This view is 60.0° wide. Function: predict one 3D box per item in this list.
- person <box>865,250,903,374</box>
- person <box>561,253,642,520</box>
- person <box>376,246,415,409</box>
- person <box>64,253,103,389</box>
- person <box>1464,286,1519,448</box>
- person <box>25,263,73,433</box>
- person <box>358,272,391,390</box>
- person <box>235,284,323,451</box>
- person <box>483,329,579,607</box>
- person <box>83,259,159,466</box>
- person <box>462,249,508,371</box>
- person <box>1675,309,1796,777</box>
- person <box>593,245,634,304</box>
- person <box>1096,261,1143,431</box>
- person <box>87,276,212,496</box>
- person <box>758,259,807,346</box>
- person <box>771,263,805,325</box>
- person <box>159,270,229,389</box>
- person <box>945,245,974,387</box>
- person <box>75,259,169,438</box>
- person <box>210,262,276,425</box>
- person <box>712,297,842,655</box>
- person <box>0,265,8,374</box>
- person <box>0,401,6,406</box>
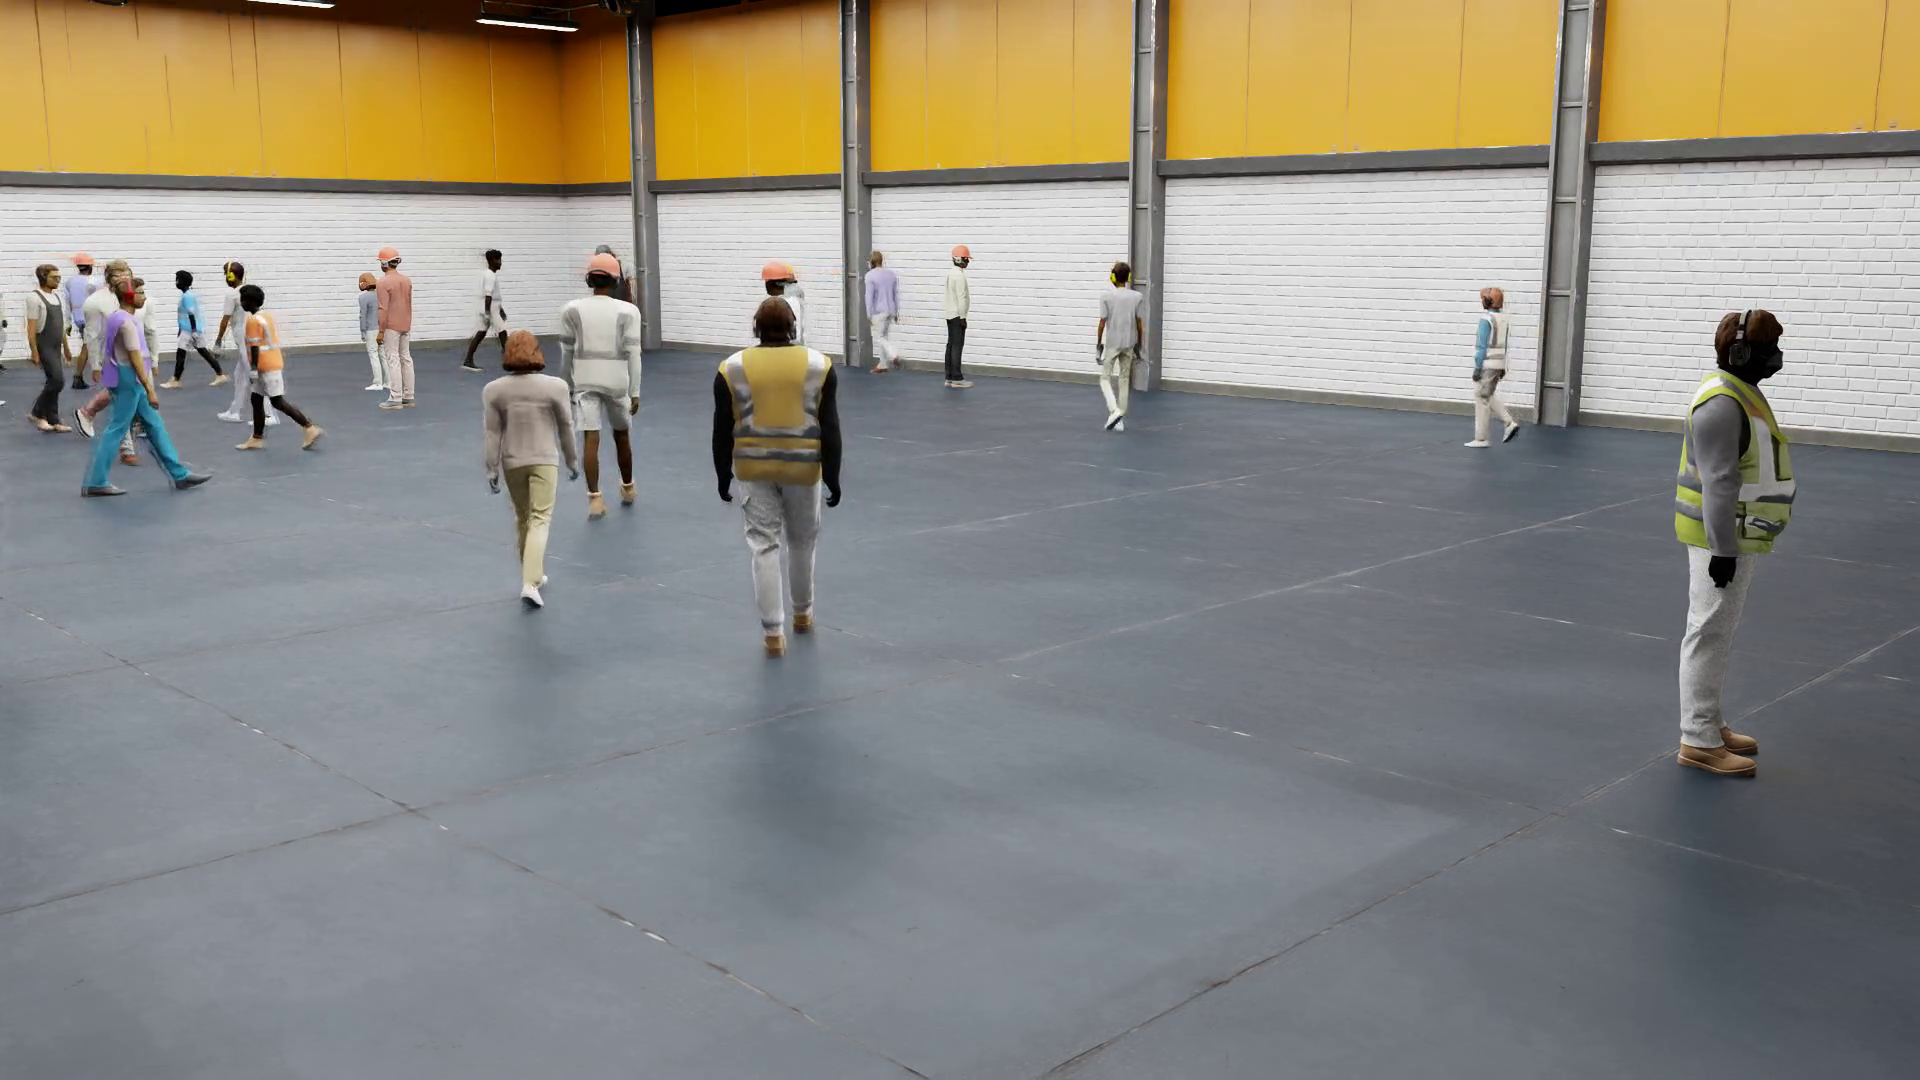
[{"bbox_3d":[-1.134,-3.467,25.411,0.671,1.912,0.669,8,13,39],"label":"person"},{"bbox_3d":[-2.739,-1.192,12.777,0.621,1.984,1.023,-1,10,-6],"label":"person"},{"bbox_3d":[-6.991,-2.616,20.538,0.382,1.994,0.612,3,11,16],"label":"person"},{"bbox_3d":[-12.194,-3.074,23.325,0.564,1.884,1.018,2,11,13],"label":"person"},{"bbox_3d":[5.330,-1.719,16.658,0.413,1.628,0.519,9,13,39],"label":"person"},{"bbox_3d":[-9.766,-2.048,17.868,0.397,1.830,0.529,0,10,-2],"label":"person"},{"bbox_3d":[-8.103,-2.878,22.995,0.308,1.624,0.491,4,11,23],"label":"person"},{"bbox_3d":[-6.769,-1.700,16.445,0.806,1.662,0.533,-3,11,-14],"label":"person"},{"bbox_3d":[-2.519,-0.427,9.698,0.503,1.591,0.868,1,10,3],"label":"person"},{"bbox_3d":[-7.853,-1.665,15.577,0.644,1.922,0.634,10,14,44],"label":"person"},{"bbox_3d":[-7.389,-3.609,26.191,1.022,1.917,0.611,-5,12,-26],"label":"person"},{"bbox_3d":[3.101,0.001,6.684,0.429,1.844,0.622,6,12,28],"label":"person"},{"bbox_3d":[-6.249,-4.333,29.773,0.542,2.000,0.769,5,12,27],"label":"person"},{"bbox_3d":[1.732,-2.093,18.049,0.552,1.858,0.574,-2,11,-11],"label":"person"},{"bbox_3d":[-6.783,-1.265,13.709,0.965,1.790,0.586,-6,12,-28],"label":"person"},{"bbox_3d":[-1.563,-1.559,14.989,0.743,1.922,0.558,10,15,44],"label":"person"},{"bbox_3d":[-2.416,-3.001,23.323,0.493,1.741,0.316,-4,11,-23],"label":"person"},{"bbox_3d":[-10.744,-2.947,23.277,0.881,1.654,0.536,-4,11,-20],"label":"person"},{"bbox_3d":[-0.020,-3.154,23.476,0.392,1.990,0.614,-3,11,-17],"label":"person"},{"bbox_3d":[-8.812,-1.982,17.377,0.791,1.885,0.650,0,10,-2],"label":"person"},{"bbox_3d":[-8.157,-2.203,18.729,0.891,1.823,0.550,2,11,9],"label":"person"},{"bbox_3d":[-0.957,-0.357,8.711,0.660,1.806,0.874,-1,10,-7],"label":"person"},{"bbox_3d":[-14.860,-3.457,25.602,0.502,1.813,0.625,-10,14,-43],"label":"person"},{"bbox_3d":[-12.053,-2.452,20.141,0.798,1.811,0.599,-6,12,-31],"label":"person"}]
